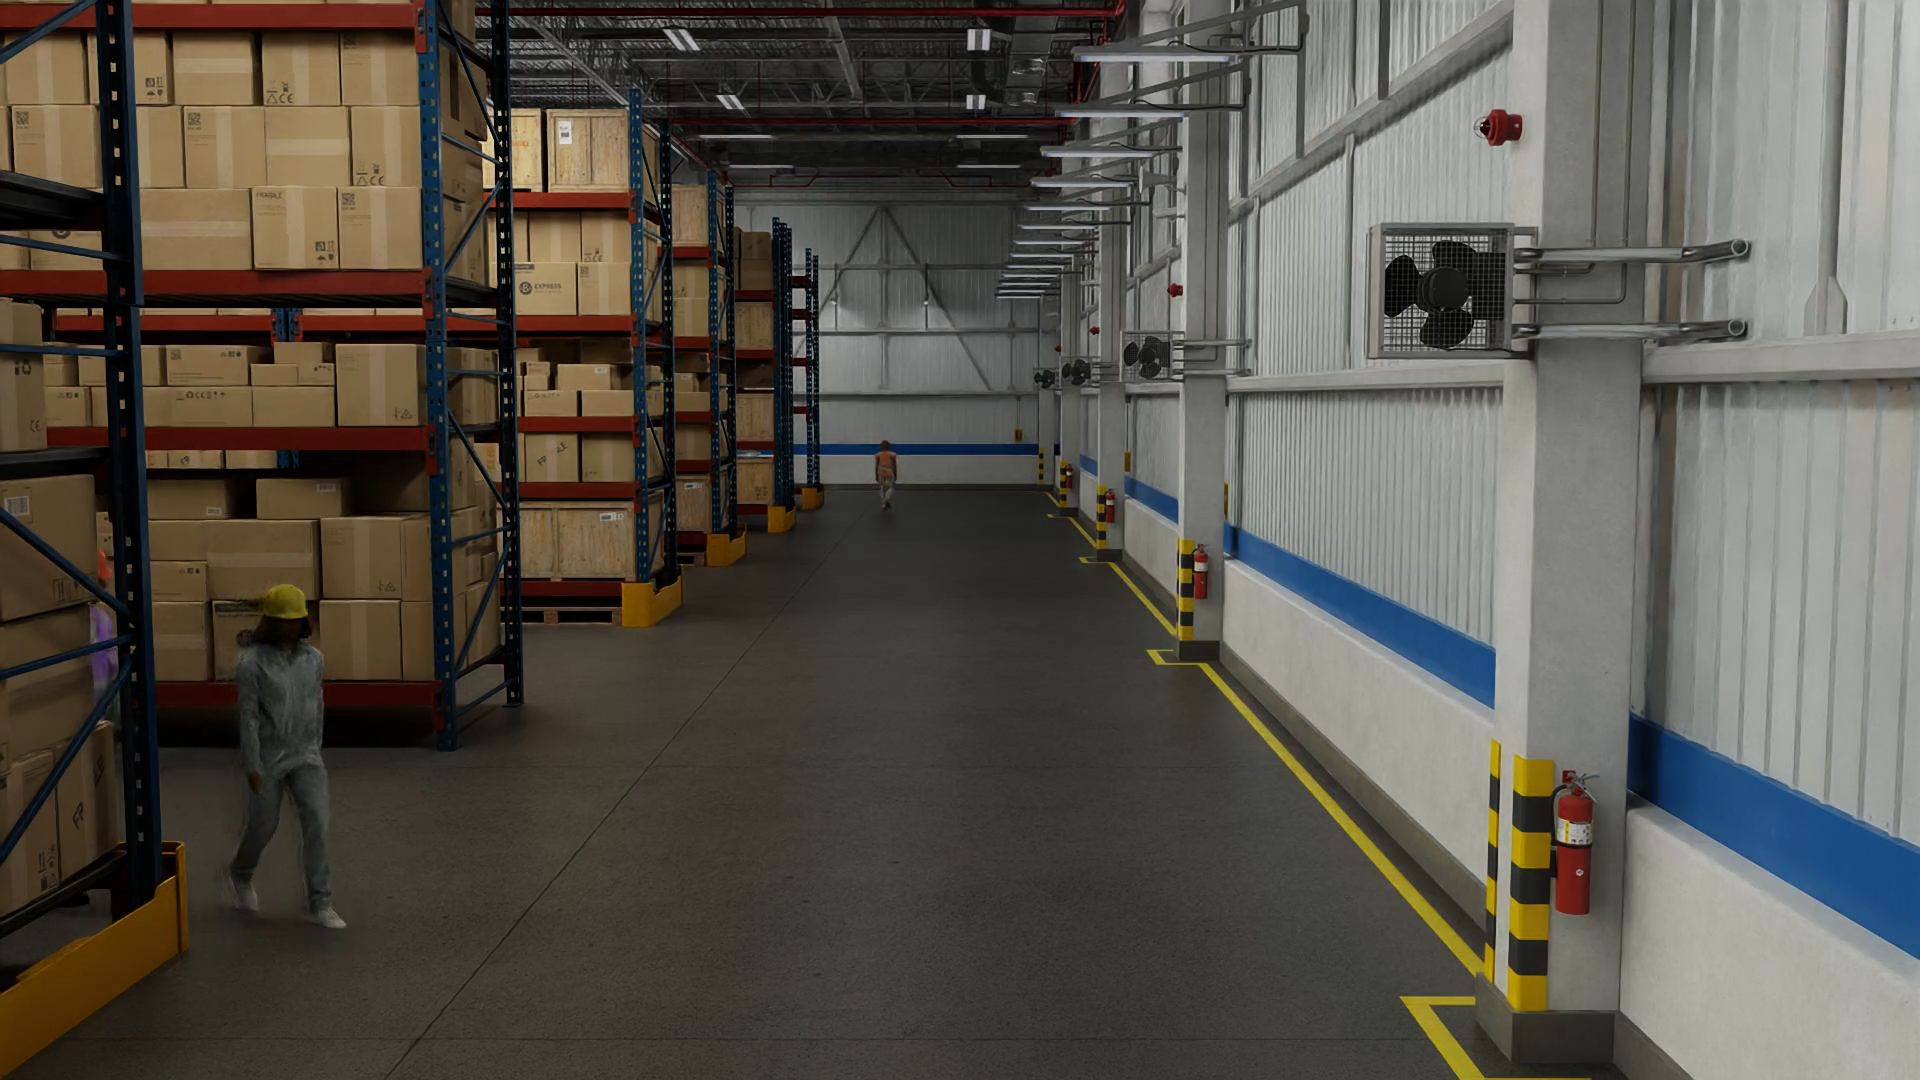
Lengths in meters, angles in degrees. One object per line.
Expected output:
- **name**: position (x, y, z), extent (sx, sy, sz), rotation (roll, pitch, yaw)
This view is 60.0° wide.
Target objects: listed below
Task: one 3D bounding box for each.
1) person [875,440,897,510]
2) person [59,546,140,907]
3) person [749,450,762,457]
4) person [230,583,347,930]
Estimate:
- **person**: position (-1.727, -1.517, 38.776), extent (0.536, 1.620, 0.400), rotation (1, 5, 10)
- **person**: position (-4.362, 0.956, 8.436), extent (0.952, 1.892, 0.572), rotation (0, 5, 4)
- **person**: position (-4.508, -1.556, 37.655), extent (0.816, 1.907, 0.550), rotation (-1, 5, -7)
- **person**: position (-3.400, 1.058, 8.293), extent (0.757, 1.718, 0.483), rotation (4, 6, 38)
